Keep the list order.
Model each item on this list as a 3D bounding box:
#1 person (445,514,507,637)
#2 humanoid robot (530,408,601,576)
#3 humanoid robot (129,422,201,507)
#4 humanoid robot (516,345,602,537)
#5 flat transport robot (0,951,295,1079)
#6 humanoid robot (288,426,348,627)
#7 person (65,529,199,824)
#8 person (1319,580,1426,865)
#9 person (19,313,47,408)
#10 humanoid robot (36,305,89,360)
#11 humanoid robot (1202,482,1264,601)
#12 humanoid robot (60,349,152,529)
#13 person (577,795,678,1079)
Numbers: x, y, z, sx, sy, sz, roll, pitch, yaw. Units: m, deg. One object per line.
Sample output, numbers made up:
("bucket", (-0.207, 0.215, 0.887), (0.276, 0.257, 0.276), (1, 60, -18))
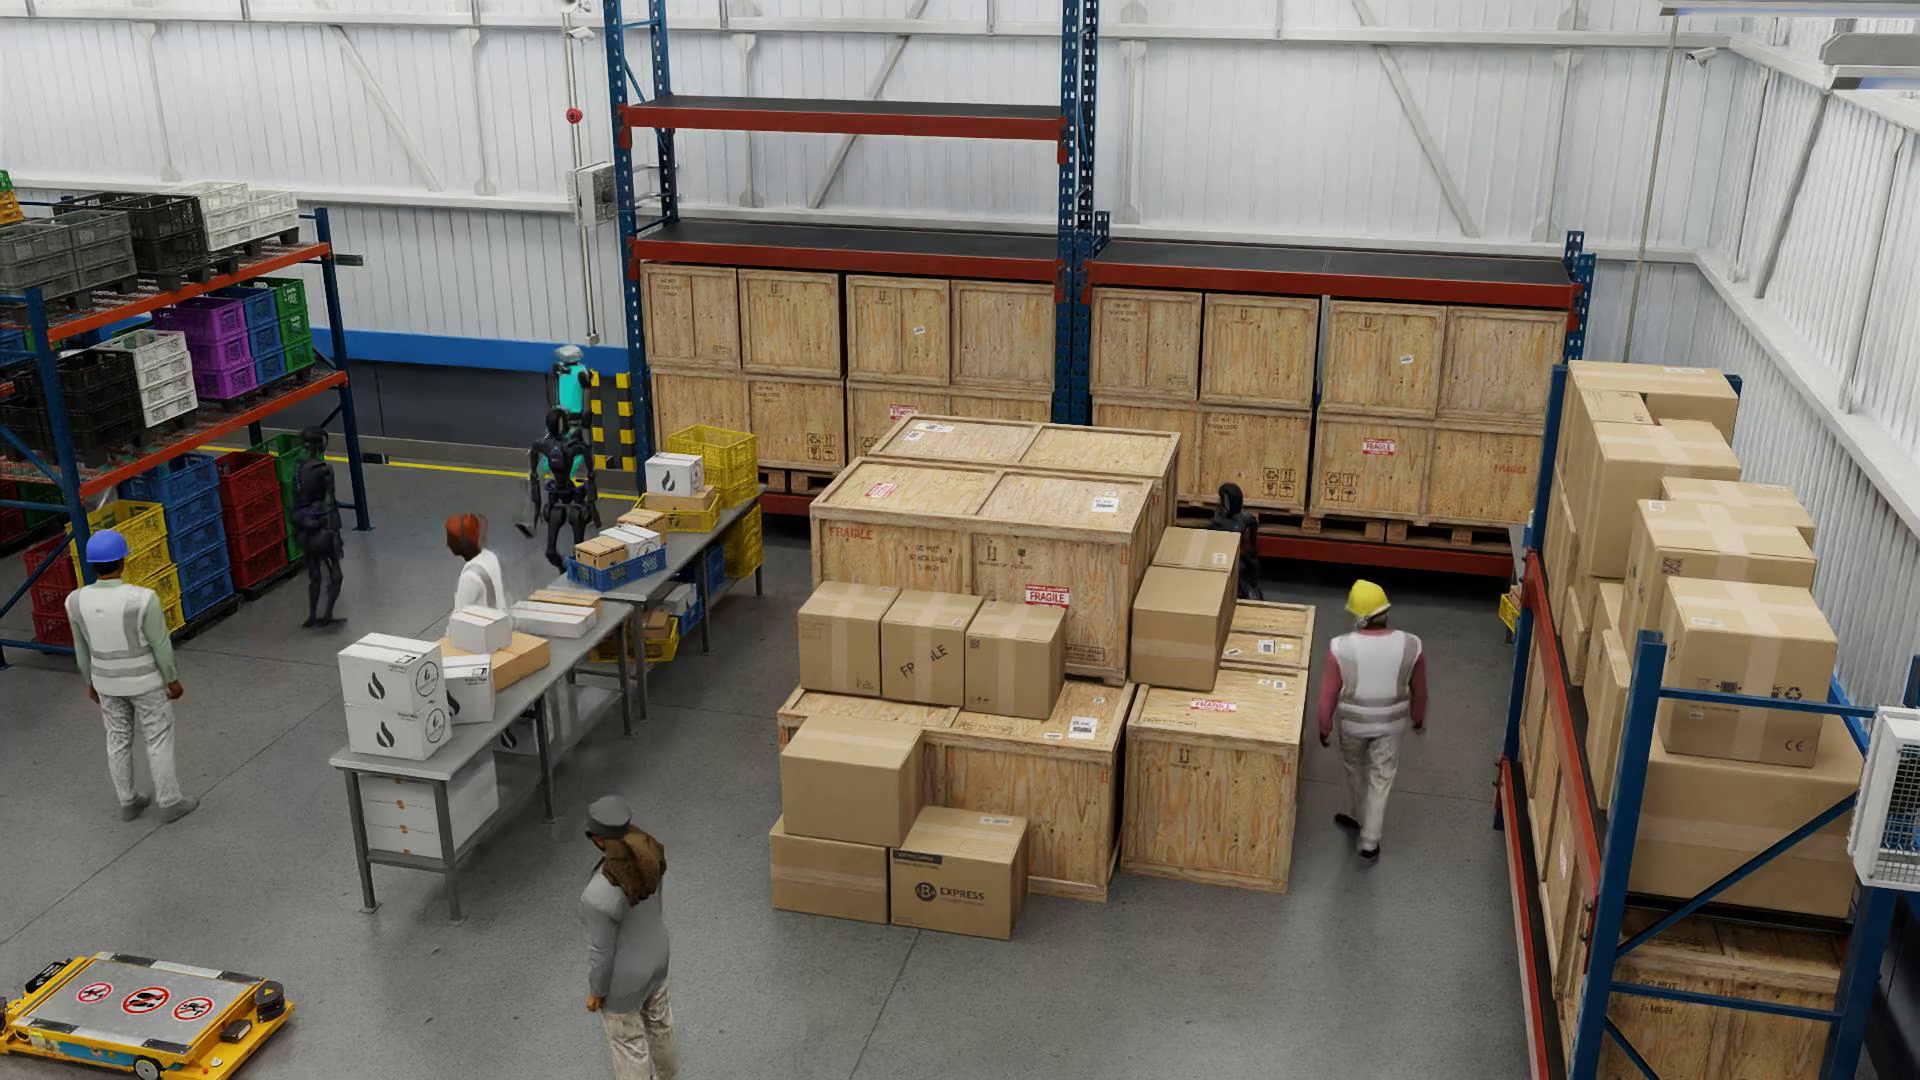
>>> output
("person", (-3.280, 0.708, 10.995), (0.993, 1.830, 0.569), (-4, 21, -10))
("humanoid robot", (-3.275, -0.300, 13.864), (0.586, 1.649, 0.366), (1, 21, 3))
("humanoid robot", (-7.192, -0.786, 15.152), (0.545, 1.880, 0.718), (6, 22, 14))
("humanoid robot", (-3.790, -0.855, 15.265), (0.952, 1.774, 0.535), (-20, 28, -41))
("flat transport robot", (-4.270, 2.464, 8.601), (1.431, 0.231, 0.659), (5, 22, 13))
("humanoid robot", (-5.178, -0.099, 13.353), (0.609, 1.638, 0.435), (15, 25, 33))
("person", (-5.206, 0.866, 10.448), (0.607, 1.939, 0.420), (2, 21, 6))
("person", (2.494, 1.085, 10.069), (0.662, 1.790, 0.611), (2, 21, 6))
("person", (-9.834, -1.966, 17.708), (0.606, 2.044, 0.369), (2, 21, 6))
("humanoid robot", (-9.494, -1.732, 17.624), (0.604, 1.633, 0.481), (-18, 27, -38))
("humanoid robot", (1.956, 0.334, 12.271), (0.600, 1.655, 0.583), (-10, 23, -24))
("humanoid robot", (-7.948, -0.964, 15.563), (0.566, 1.786, 0.870), (5, 22, 13))
("person", (-1.539, 1.986, 7.754), (0.403, 1.763, 0.563), (8, 22, 20))
